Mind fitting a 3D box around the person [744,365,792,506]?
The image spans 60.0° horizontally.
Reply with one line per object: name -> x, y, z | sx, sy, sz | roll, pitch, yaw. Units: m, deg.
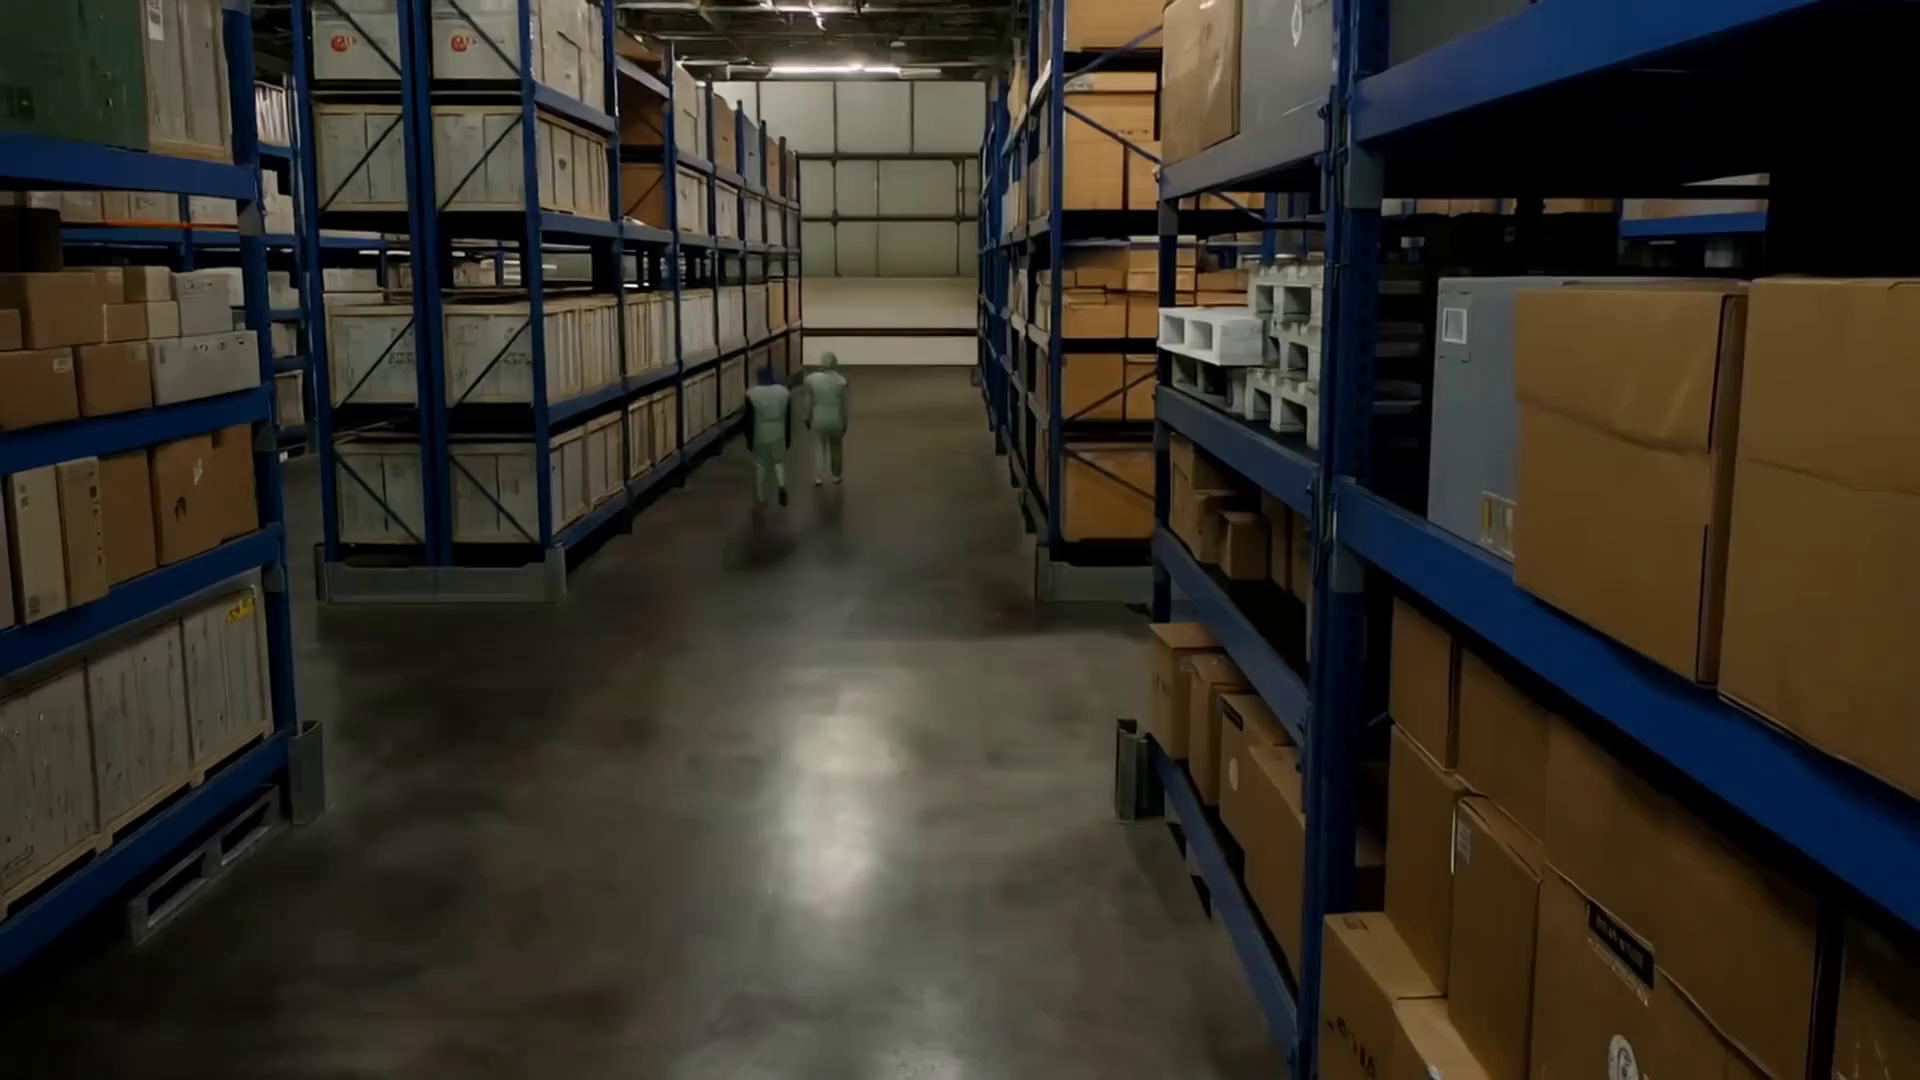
person -> -2.429, -1.317, 21.154 | 0.637, 1.826, 0.696 | -3, 10, -20

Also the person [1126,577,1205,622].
person -> 1.899, -0.131, 14.252 | 0.888, 1.696, 0.506 | 0, 9, -3

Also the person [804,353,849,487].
person -> -1.873, -1.687, 23.347 | 0.652, 1.861, 0.995 | 1, 9, 5
